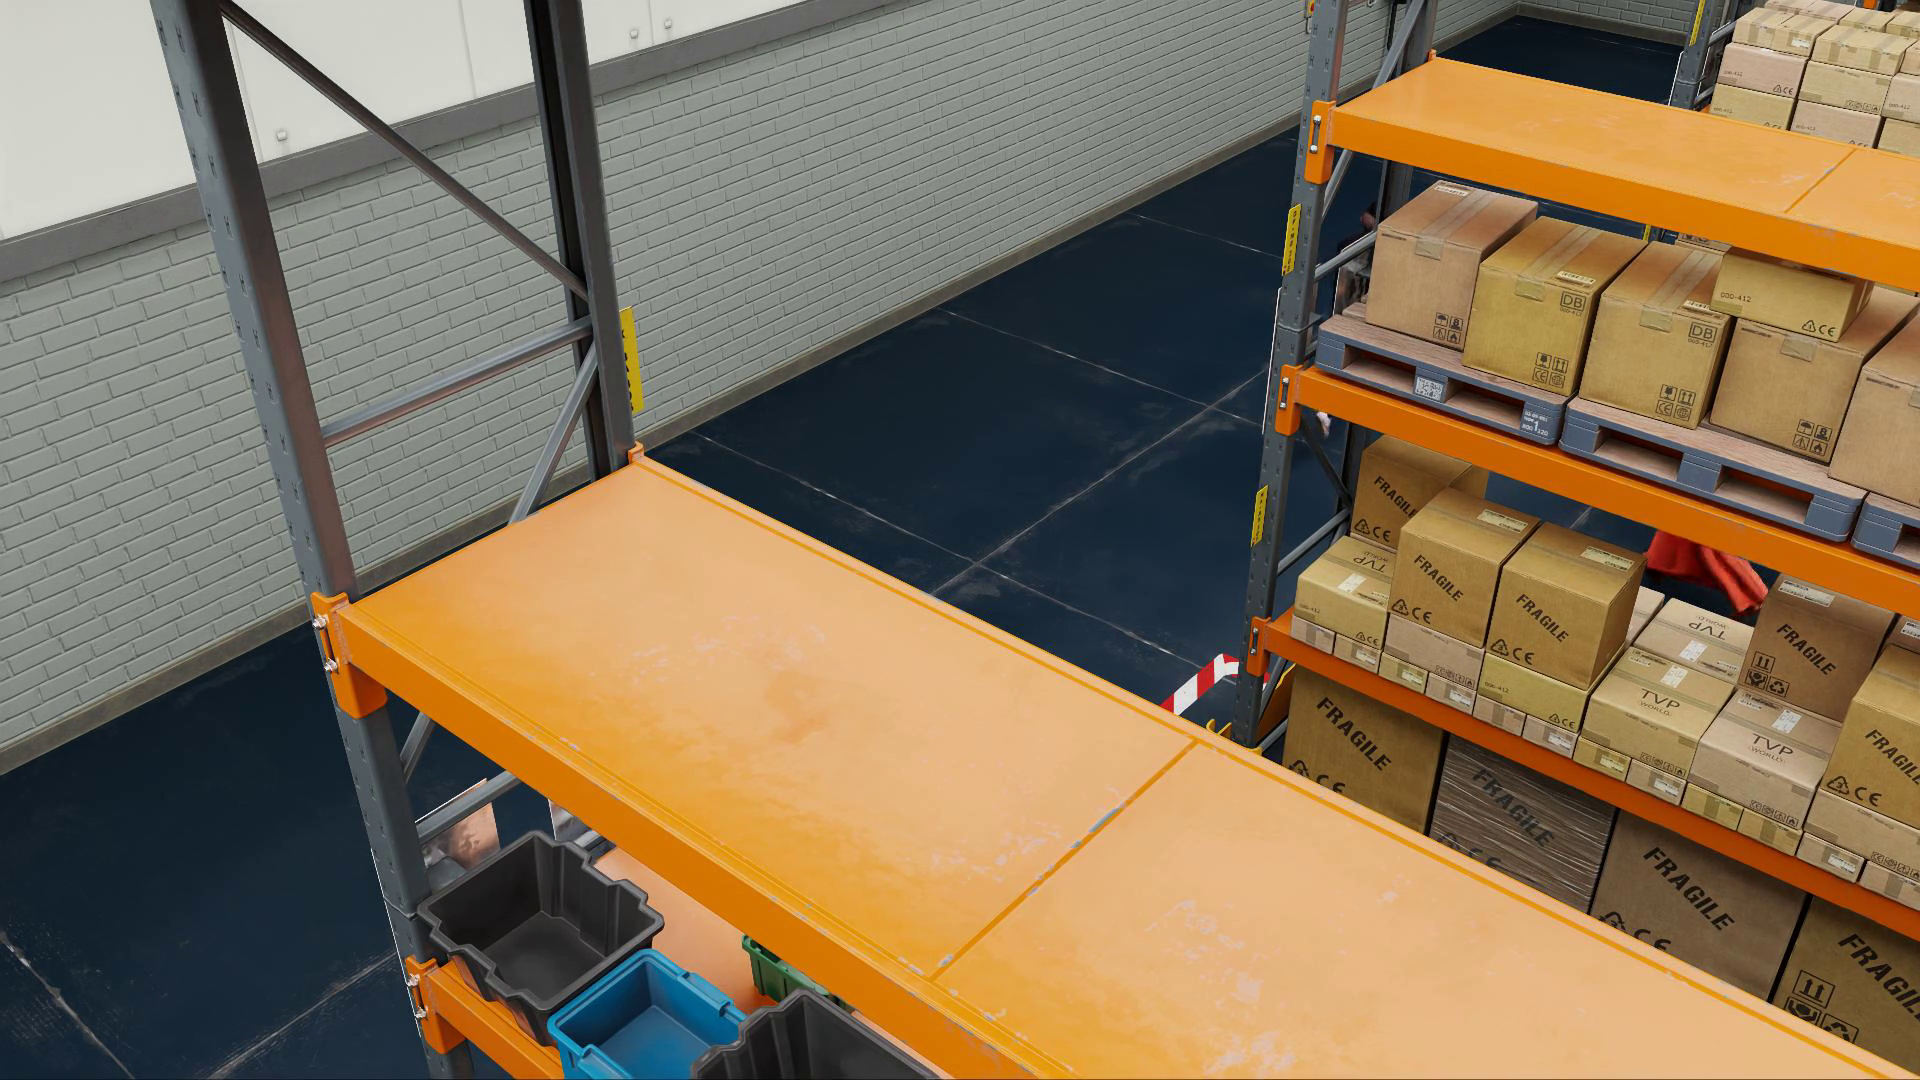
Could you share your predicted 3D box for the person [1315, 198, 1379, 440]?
[{"bbox_3d":[3.016,-1.677,12.713,0.852,1.931,1.065,-27,42,-35],"label":"person"}]
